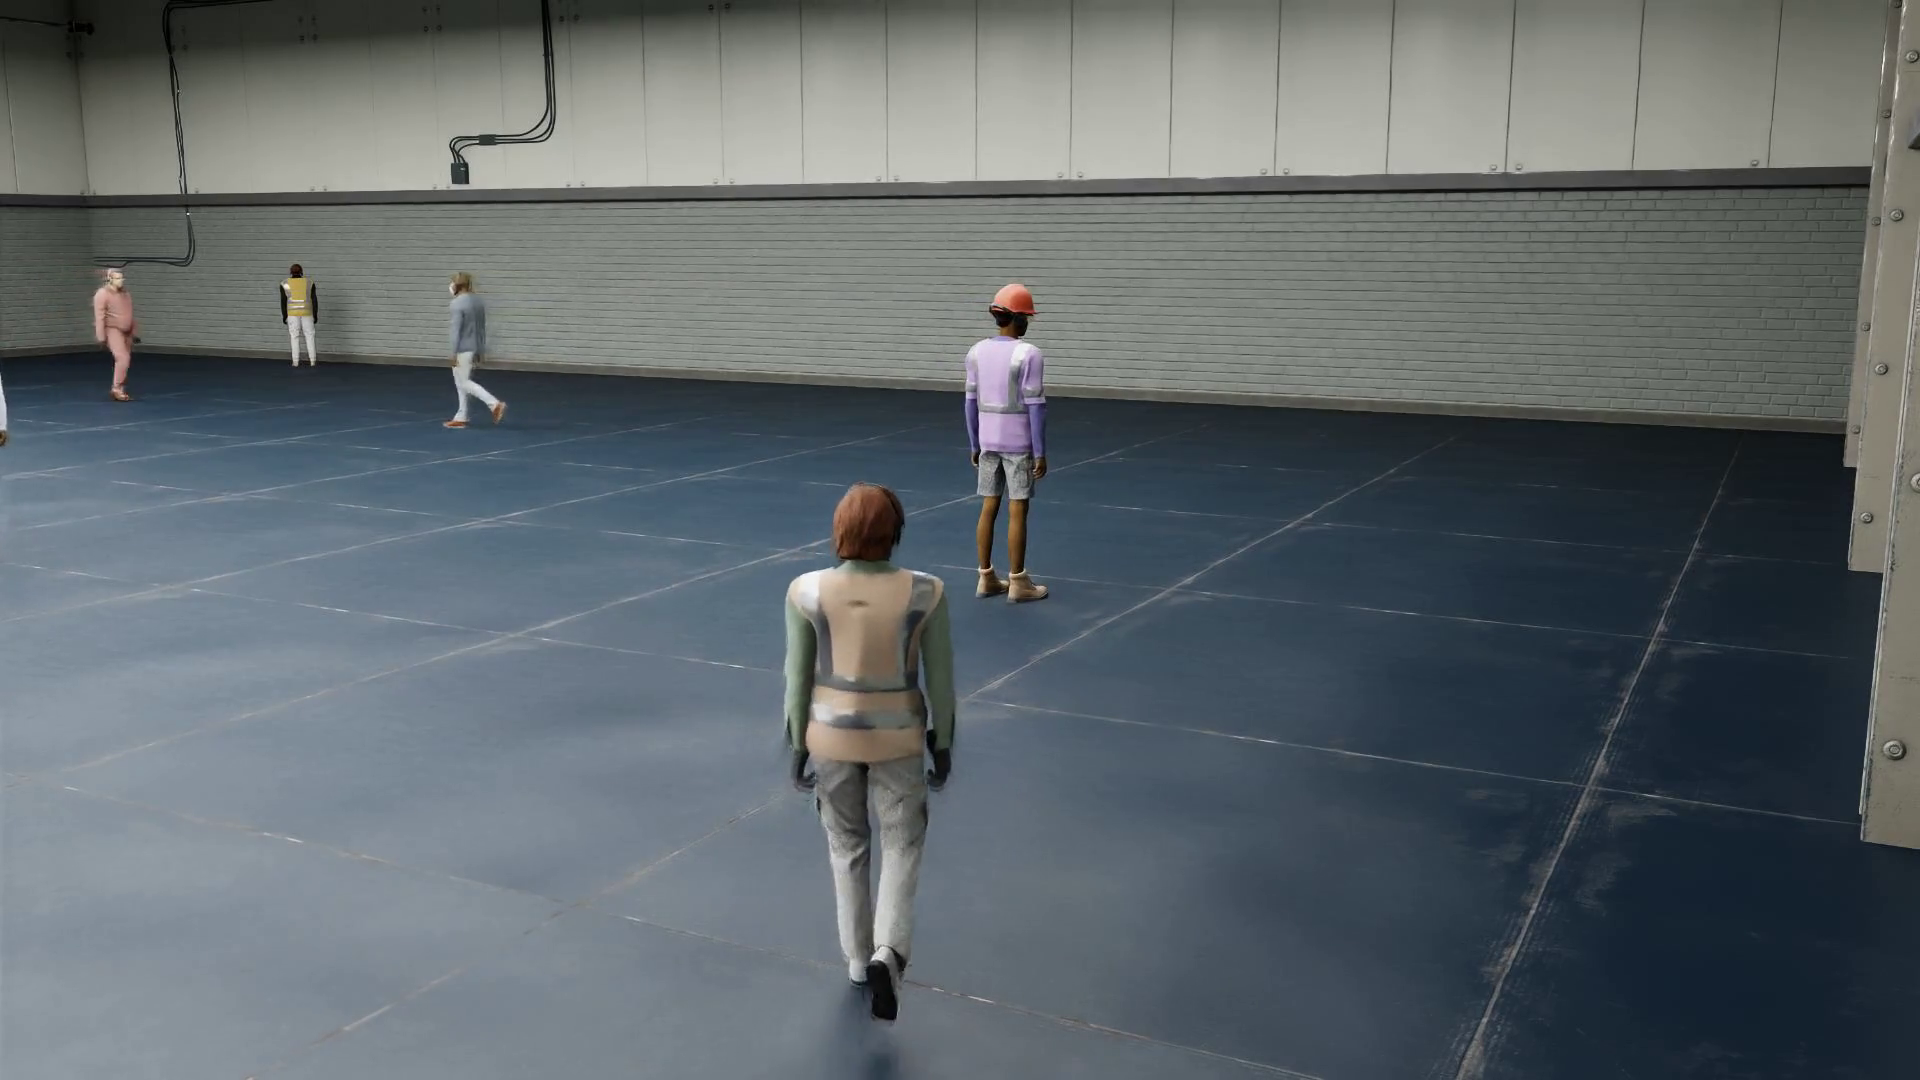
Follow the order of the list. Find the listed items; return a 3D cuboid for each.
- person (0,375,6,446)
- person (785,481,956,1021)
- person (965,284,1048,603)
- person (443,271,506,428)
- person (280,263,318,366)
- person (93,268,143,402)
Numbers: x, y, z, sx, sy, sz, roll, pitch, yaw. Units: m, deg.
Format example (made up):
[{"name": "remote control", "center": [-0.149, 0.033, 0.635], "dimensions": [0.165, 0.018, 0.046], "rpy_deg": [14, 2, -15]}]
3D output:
[{"name": "person", "center": [-7.532, -0.865, 12.567], "dimensions": [0.580, 1.864, 0.722], "rpy_deg": [-7, 12, -32]}, {"name": "person", "center": [-0.277, 0.641, 5.009], "dimensions": [0.520, 1.621, 0.616], "rpy_deg": [0, 10, 2]}, {"name": "person", "center": [0.325, -0.622, 10.732], "dimensions": [0.615, 2.041, 0.391], "rpy_deg": [9, 14, 40]}, {"name": "person", "center": [-5.930, -2.290, 20.169], "dimensions": [0.764, 1.922, 0.639], "rpy_deg": [1, 10, 6]}, {"name": "person", "center": [-11.899, -4.052, 29.983], "dimensions": [0.619, 1.845, 0.430], "rpy_deg": [-4, 11, -23]}, {"name": "person", "center": [-11.870, -2.893, 23.544], "dimensions": [0.521, 1.889, 0.647], "rpy_deg": [1, 10, 7]}]
